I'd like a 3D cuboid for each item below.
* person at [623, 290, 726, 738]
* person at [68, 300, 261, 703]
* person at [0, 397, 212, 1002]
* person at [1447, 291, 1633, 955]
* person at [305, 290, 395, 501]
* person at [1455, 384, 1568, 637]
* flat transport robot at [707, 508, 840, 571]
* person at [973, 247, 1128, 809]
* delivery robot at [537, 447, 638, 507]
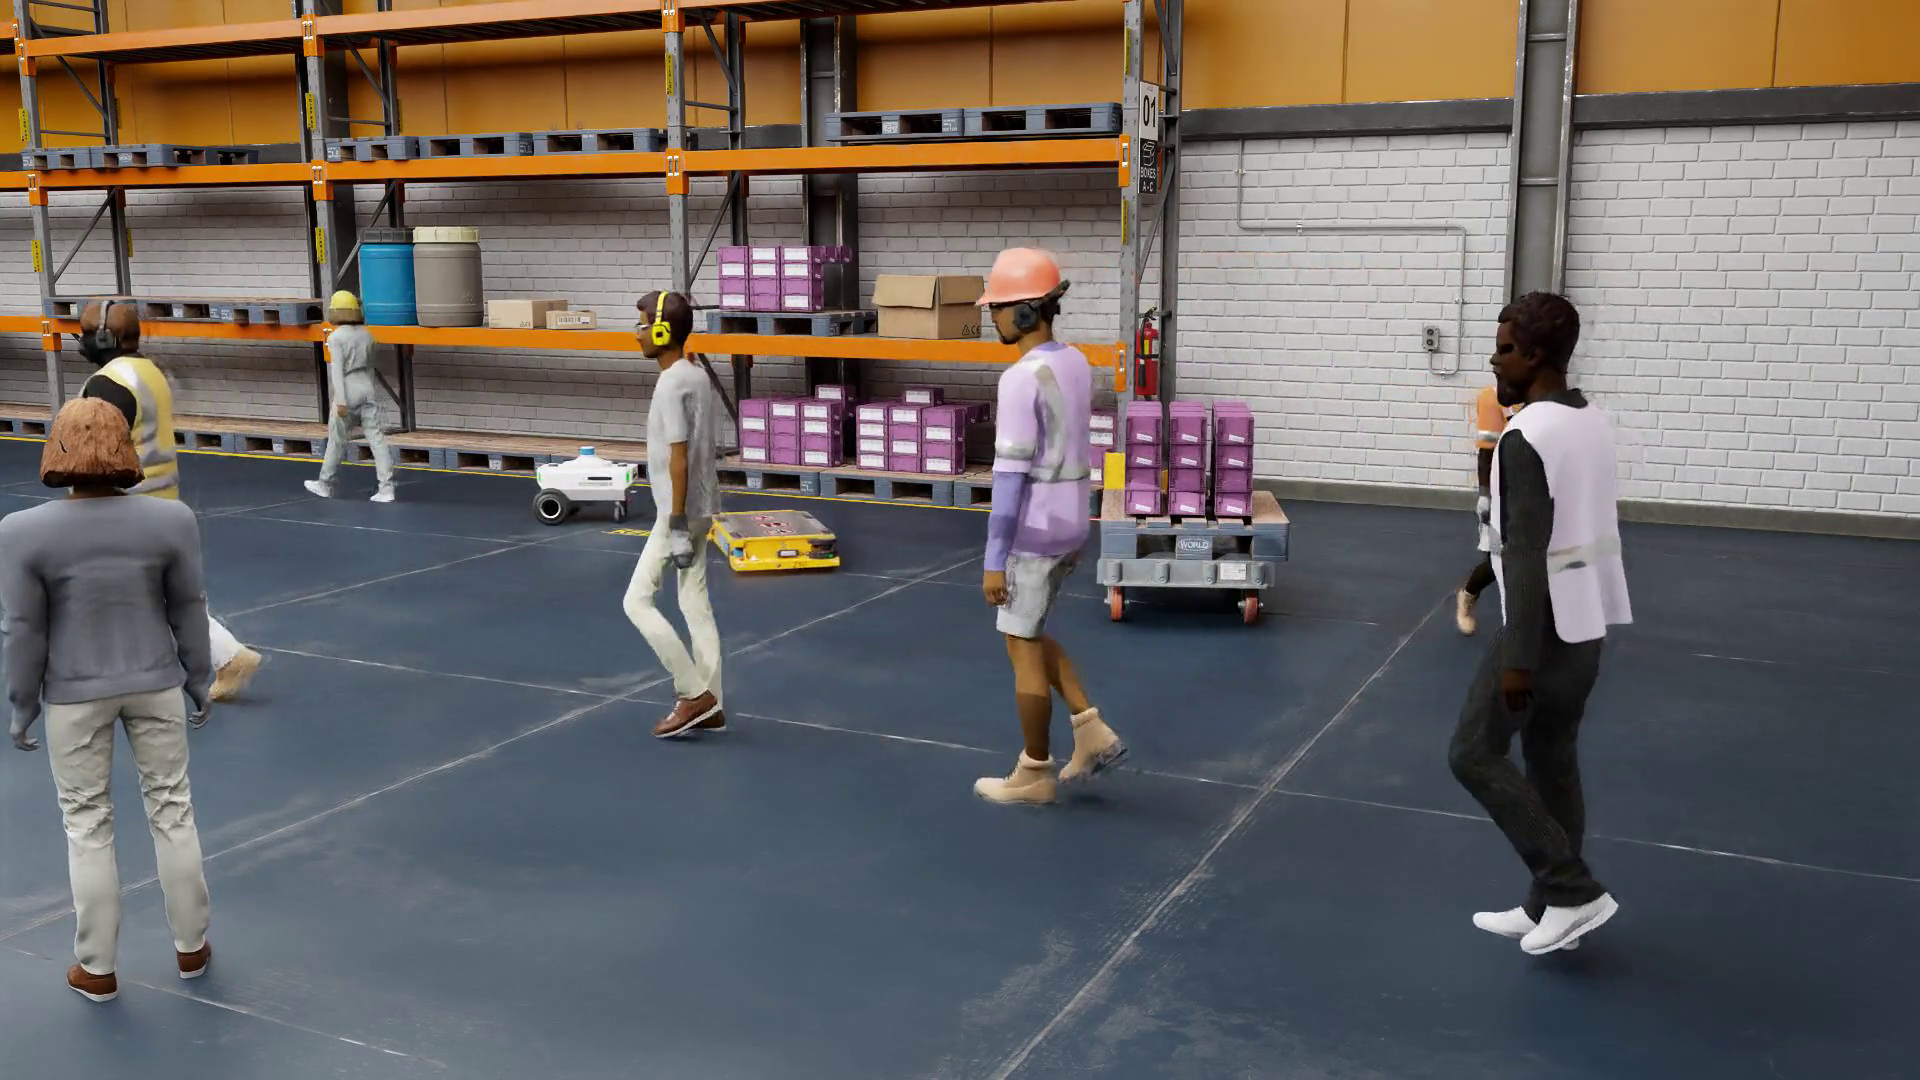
[{"bbox_3d":[-1.168,-0.095,6.890,0.428,1.856,0.503,2,10,10],"label":"person"},{"bbox_3d":[-3.590,-0.148,7.327,0.874,1.819,0.619,-2,10,-13],"label":"person"},{"bbox_3d":[-2.299,0.430,4.517,0.509,1.632,0.267,-7,12,-37],"label":"person"},{"bbox_3d":[1.654,0.259,4.720,0.443,1.907,0.592,9,13,41],"label":"person"},{"bbox_3d":[-4.923,-1.157,13.418,0.912,1.686,0.501,5,11,27],"label":"person"},{"bbox_3d":[2.721,-0.233,8.147,0.539,1.682,0.603,-2,10,-10],"label":"person"},{"bbox_3d":[-1.258,-0.020,10.988,0.652,0.197,1.431,-3,10,-16],"label":"flat transport robot"},{"bbox_3d":[0.273,-0.016,5.947,0.468,2.030,0.646,4,11,23],"label":"person"},{"bbox_3d":[-2.762,-0.450,12.372,0.707,0.478,0.477,0,10,1],"label":"delivery robot"}]
